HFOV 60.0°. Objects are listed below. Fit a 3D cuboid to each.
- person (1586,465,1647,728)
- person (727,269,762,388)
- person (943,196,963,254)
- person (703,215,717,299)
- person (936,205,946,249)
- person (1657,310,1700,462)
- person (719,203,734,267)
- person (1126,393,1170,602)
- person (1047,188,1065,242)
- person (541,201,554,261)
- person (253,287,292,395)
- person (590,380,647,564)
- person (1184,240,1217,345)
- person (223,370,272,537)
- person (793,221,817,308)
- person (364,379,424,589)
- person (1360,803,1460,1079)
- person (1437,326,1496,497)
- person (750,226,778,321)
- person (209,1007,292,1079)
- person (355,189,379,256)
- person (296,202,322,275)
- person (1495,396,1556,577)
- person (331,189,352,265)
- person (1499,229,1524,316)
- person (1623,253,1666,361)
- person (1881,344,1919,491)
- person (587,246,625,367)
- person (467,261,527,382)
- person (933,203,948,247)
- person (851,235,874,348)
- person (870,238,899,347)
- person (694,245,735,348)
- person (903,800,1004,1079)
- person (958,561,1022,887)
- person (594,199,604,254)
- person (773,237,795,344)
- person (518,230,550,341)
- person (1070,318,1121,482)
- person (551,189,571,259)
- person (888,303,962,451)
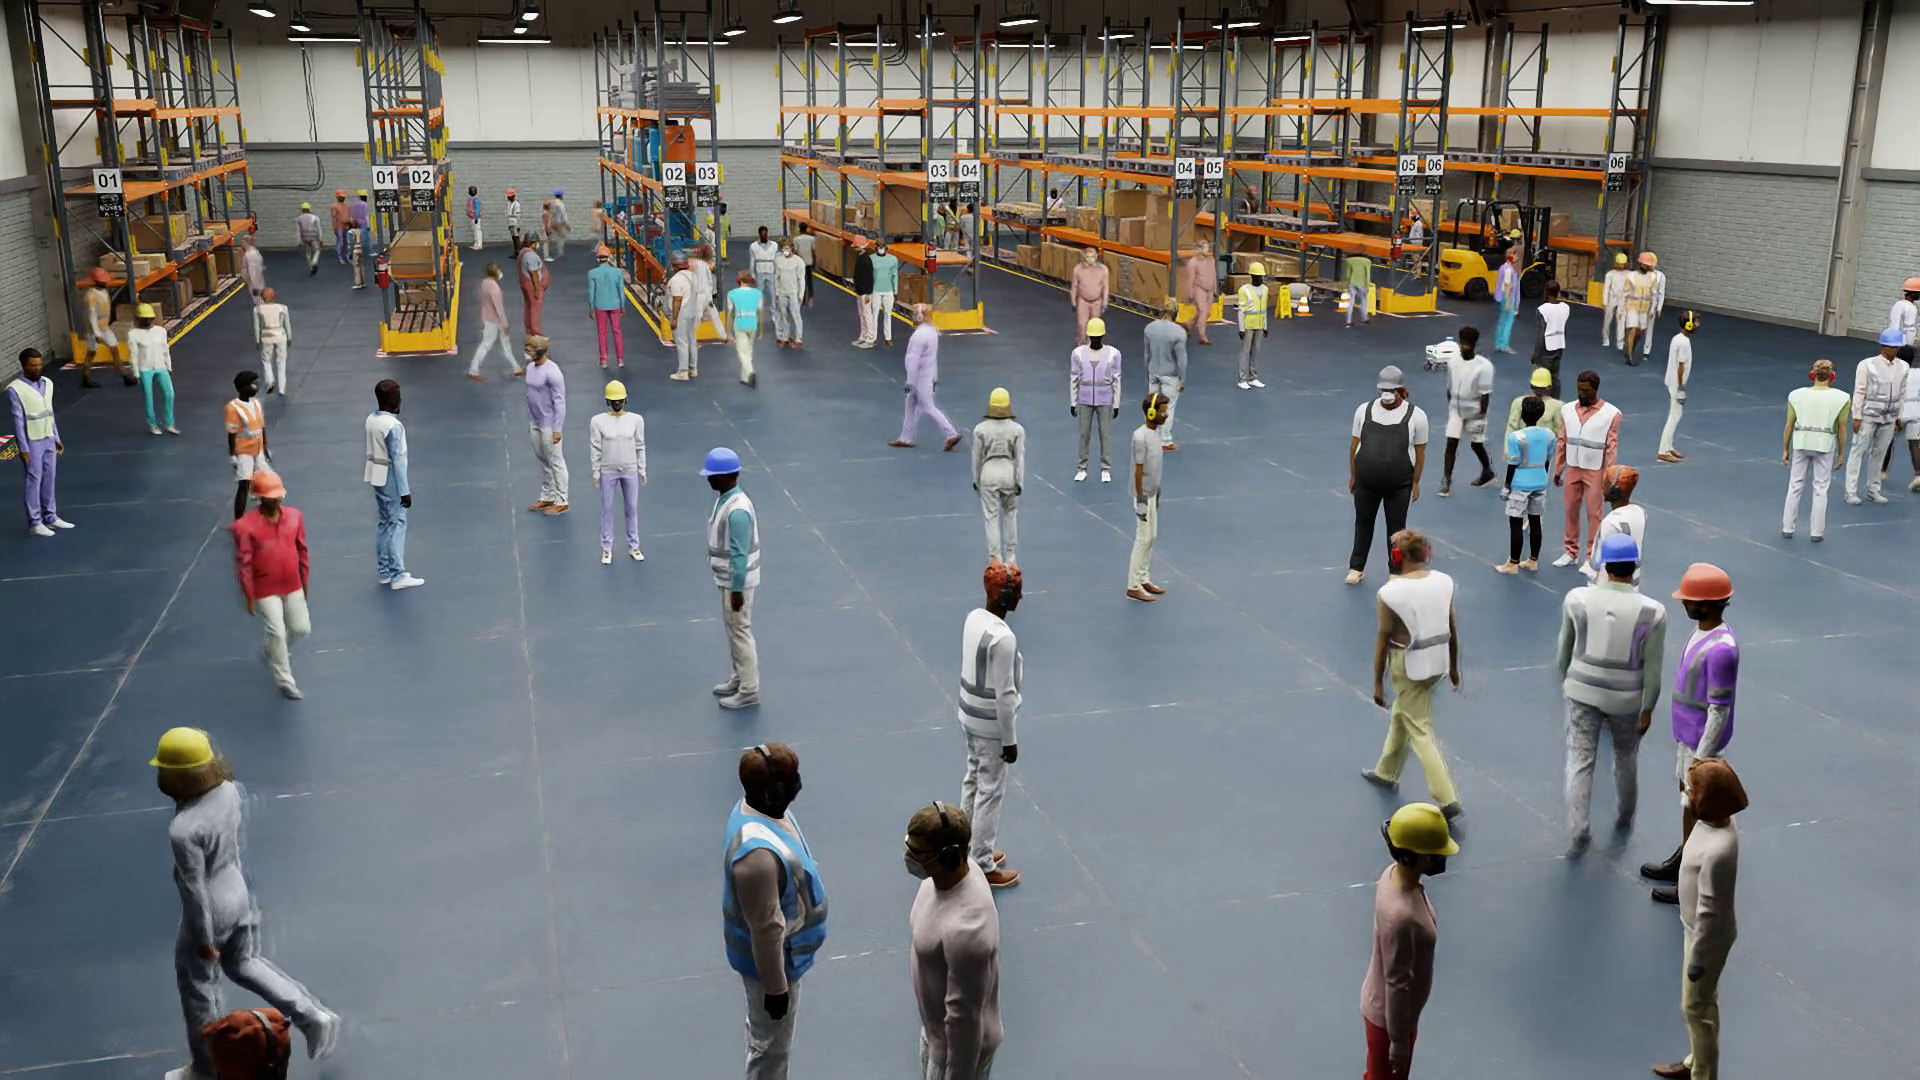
[{"bbox_3d":[4.600,0.391,11.765,0.347,1.882,0.584,12,19,39],"label":"person"},{"bbox_3d":[-3.274,-3.238,25.581,0.573,1.816,0.774,-8,17,-28],"label":"person"},{"bbox_3d":[-0.195,-8.203,44.188,0.622,1.845,0.430,-7,17,-26],"label":"person"},{"bbox_3d":[-5.492,-6.294,37.011,0.404,1.837,0.594,2,15,7],"label":"person"},{"bbox_3d":[-0.497,-8.023,43.932,0.287,1.627,0.497,-3,15,-11],"label":"person"},{"bbox_3d":[8.805,-1.877,20.351,0.352,1.861,0.527,5,16,18],"label":"person"},{"bbox_3d":[-6.191,-8.063,43.983,0.786,1.666,0.561,9,17,30],"label":"person"},{"bbox_3d":[1.668,-0.385,14.741,0.337,1.857,0.527,7,16,24],"label":"person"},{"bbox_3d":[2.721,-9.275,48.221,0.623,1.844,0.430,0,15,1],"label":"person"},{"bbox_3d":[-11.304,-8.462,45.573,0.318,1.630,0.513,-2,15,-7],"label":"person"},{"bbox_3d":[-10.294,-2.983,24.949,0.522,1.626,0.384,-7,16,-24],"label":"person"},{"bbox_3d":[-3.257,-0.650,15.909,0.524,1.770,0.315,-6,16,-20],"label":"person"},{"bbox_3d":[4.366,-4.518,30.236,0.650,1.882,0.714,-13,20,-40],"label":"person"},{"bbox_3d":[-7.303,-0.898,17.015,0.332,1.682,0.575,3,15,11],"label":"person"},{"bbox_3d":[-3.292,-5.866,35.403,0.519,1.844,0.852,-3,15,-10],"label":"person"},{"bbox_3d":[-5.181,-0.504,15.098,0.392,1.911,0.582,-11,19,-37],"label":"person"},{"bbox_3d":[1.732,1.848,6.509,0.324,1.767,0.533,4,15,14],"label":"person"},{"bbox_3d":[5.738,-1.465,18.686,0.890,1.931,0.606,-13,20,-40],"label":"person"},{"bbox_3d":[-3.889,-5.292,33.110,0.588,1.908,0.359,-5,16,-19],"label":"person"},{"bbox_3d":[-2.006,2.240,4.841,0.645,1.860,0.615,9,17,31],"label":"person"},{"bbox_3d":[-16.800,-8.889,46.674,0.887,1.899,0.599,-14,20,-42],"label":"person"},{"bbox_3d":[-16.428,-7.616,42.030,0.607,1.811,0.447,-2,15,-6],"label":"person"},{"bbox_3d":[5.266,-0.500,15.480,0.535,1.697,0.318,-7,16,-25],"label":"person"},{"bbox_3d":[-16.563,-8.404,44.648,0.397,1.992,0.622,7,16,25],"label":"person"},{"bbox_3d":[11.289,-5.445,33.956,0.522,1.769,0.311,-13,20,-40],"label":"person"},{"bbox_3d":[11.639,-3.971,28.289,0.592,1.828,0.404,10,18,33],"label":"person"},{"bbox_3d":[10.789,-1.409,18.973,0.532,1.655,0.871,0,15,-1],"label":"person"},{"bbox_3d":[-5.856,-3.858,27.556,0.612,1.987,0.400,-7,16,-24],"label":"person"},{"bbox_3d":[-7.330,-3.428,26.159,1.061,1.885,0.648,-7,16,-24],"label":"person"},{"bbox_3d":[-0.564,-9.568,49.231,0.688,1.891,0.651,-13,20,-41],"label":"person"},{"bbox_3d":[-1.740,-4.436,29.723,0.392,1.990,0.614,-6,16,-20],"label":"person"},{"bbox_3d":[-1.407,-4.436,29.825,0.638,1.936,0.356,-4,15,-14],"label":"person"},{"bbox_3d":[-4.458,-4.323,29.592,0.987,1.830,0.608,0,15,0],"label":"person"},{"bbox_3d":[-0.030,1.860,6.154,0.375,1.933,0.625,-2,15,-7],"label":"person"},{"bbox_3d":[0.177,1.034,9.378,0.365,1.875,0.566,-5,16,-17],"label":"person"},{"bbox_3d":[-10.030,-8.704,46.480,0.365,1.624,0.523,-12,19,-39],"label":"person"},{"bbox_3d":[-3.180,-4.512,30.117,0.369,1.936,0.630,3,15,12],"label":"person"},{"bbox_3d":[-7.781,-4.655,30.455,0.536,2.000,0.677,-9,17,-31],"label":"person"},{"bbox_3d":[1.563,-1.616,19.257,0.589,1.919,0.402,3,15,12],"label":"person"},{"bbox_3d":[-11.021,-8.738,46.023,0.504,1.933,0.637,-9,17,-31],"label":"person"},{"bbox_3d":[-0.436,-2.057,21.011,0.943,1.875,0.639,2,15,9],"label":"person"}]
